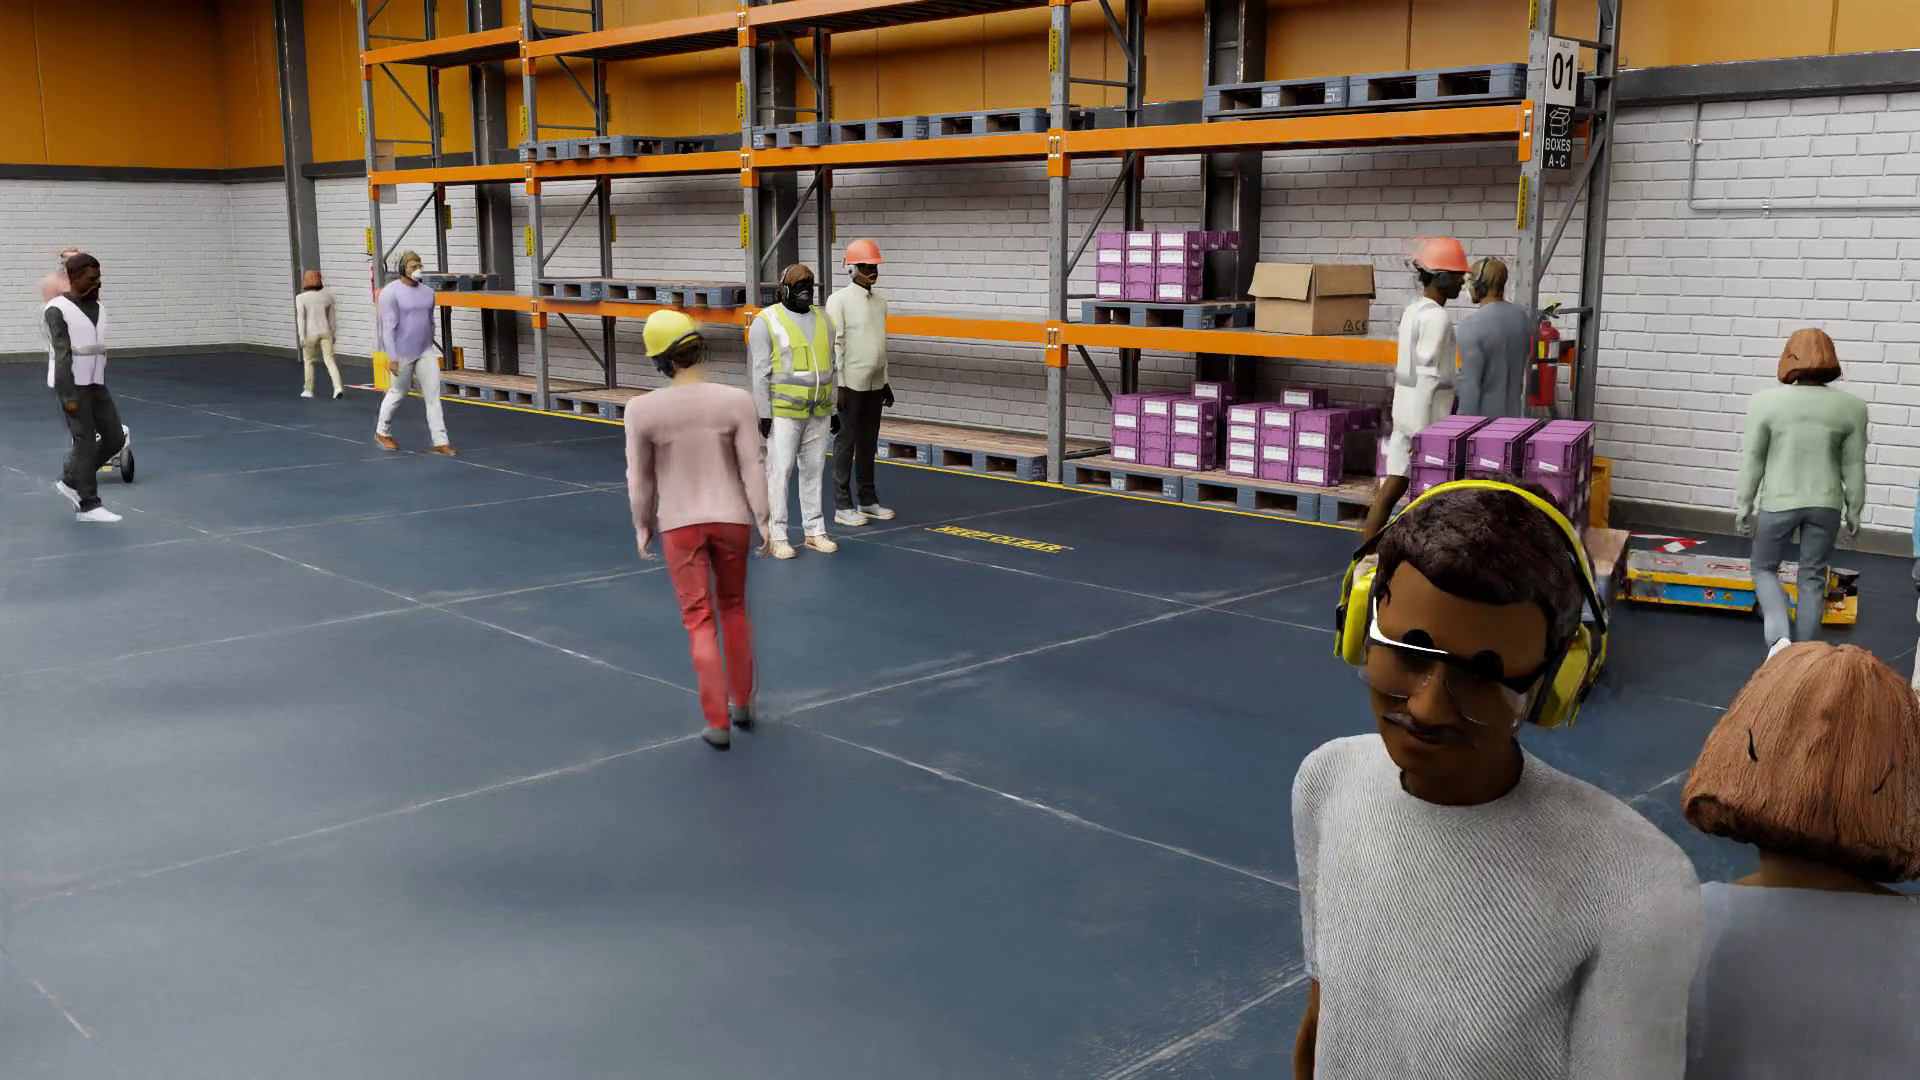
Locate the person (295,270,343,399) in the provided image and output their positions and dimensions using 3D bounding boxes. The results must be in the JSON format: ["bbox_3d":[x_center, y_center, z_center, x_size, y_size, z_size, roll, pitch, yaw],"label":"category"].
[{"bbox_3d":[-7.968,-2.550,20.657,0.512,1.600,0.809,-10,14,-42],"label":"person"}]

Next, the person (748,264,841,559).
[{"bbox_3d":[-1.015,-0.814,10.528,0.627,1.844,0.429,-8,13,-38],"label":"person"}]

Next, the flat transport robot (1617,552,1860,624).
[{"bbox_3d":[4.099,0.236,9.088,1.431,0.197,0.652,5,12,28],"label":"flat transport robot"}]

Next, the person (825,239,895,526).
[{"bbox_3d":[-0.689,-1.110,11.720,0.378,1.996,0.611,7,13,35],"label":"person"}]

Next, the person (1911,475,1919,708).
[{"bbox_3d":[3.786,0.090,6.141,0.514,1.642,0.311,2,11,11],"label":"person"}]

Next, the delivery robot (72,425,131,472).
[{"bbox_3d":[-7.111,-0.814,13.782,0.477,0.478,0.707,-3,11,-18],"label":"delivery robot"}]

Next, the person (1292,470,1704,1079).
[{"bbox_3d":[0.539,0.820,1.744,0.922,1.813,0.539,-6,12,-32],"label":"person"}]

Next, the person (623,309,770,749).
[{"bbox_3d":[-1.047,-0.050,6.666,0.554,1.727,0.598,-3,11,-17],"label":"person"}]

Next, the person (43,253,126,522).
[{"bbox_3d":[-6.198,-1.064,11.733,0.463,1.899,0.586,2,10,8],"label":"person"}]

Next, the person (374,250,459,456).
[{"bbox_3d":[-5.111,-1.728,15.400,1.018,1.904,0.637,7,13,34],"label":"person"}]

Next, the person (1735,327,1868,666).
[{"bbox_3d":[3.739,-0.135,7.407,0.526,1.617,0.390,3,11,15],"label":"person"}]

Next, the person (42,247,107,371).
[{"bbox_3d":[-9.931,-2.336,18.682,0.493,1.897,0.643,6,12,31],"label":"person"}]

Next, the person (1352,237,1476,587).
[{"bbox_3d":[2.693,-0.671,9.298,1.034,1.994,0.618,0,10,0],"label":"person"}]

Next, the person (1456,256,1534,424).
[{"bbox_3d":[3.161,-0.704,9.762,0.633,1.911,0.880,-7,12,-33],"label":"person"}]

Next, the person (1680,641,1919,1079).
[{"bbox_3d":[0.885,0.915,1.810,0.540,1.583,0.879,2,11,12],"label":"person"}]
